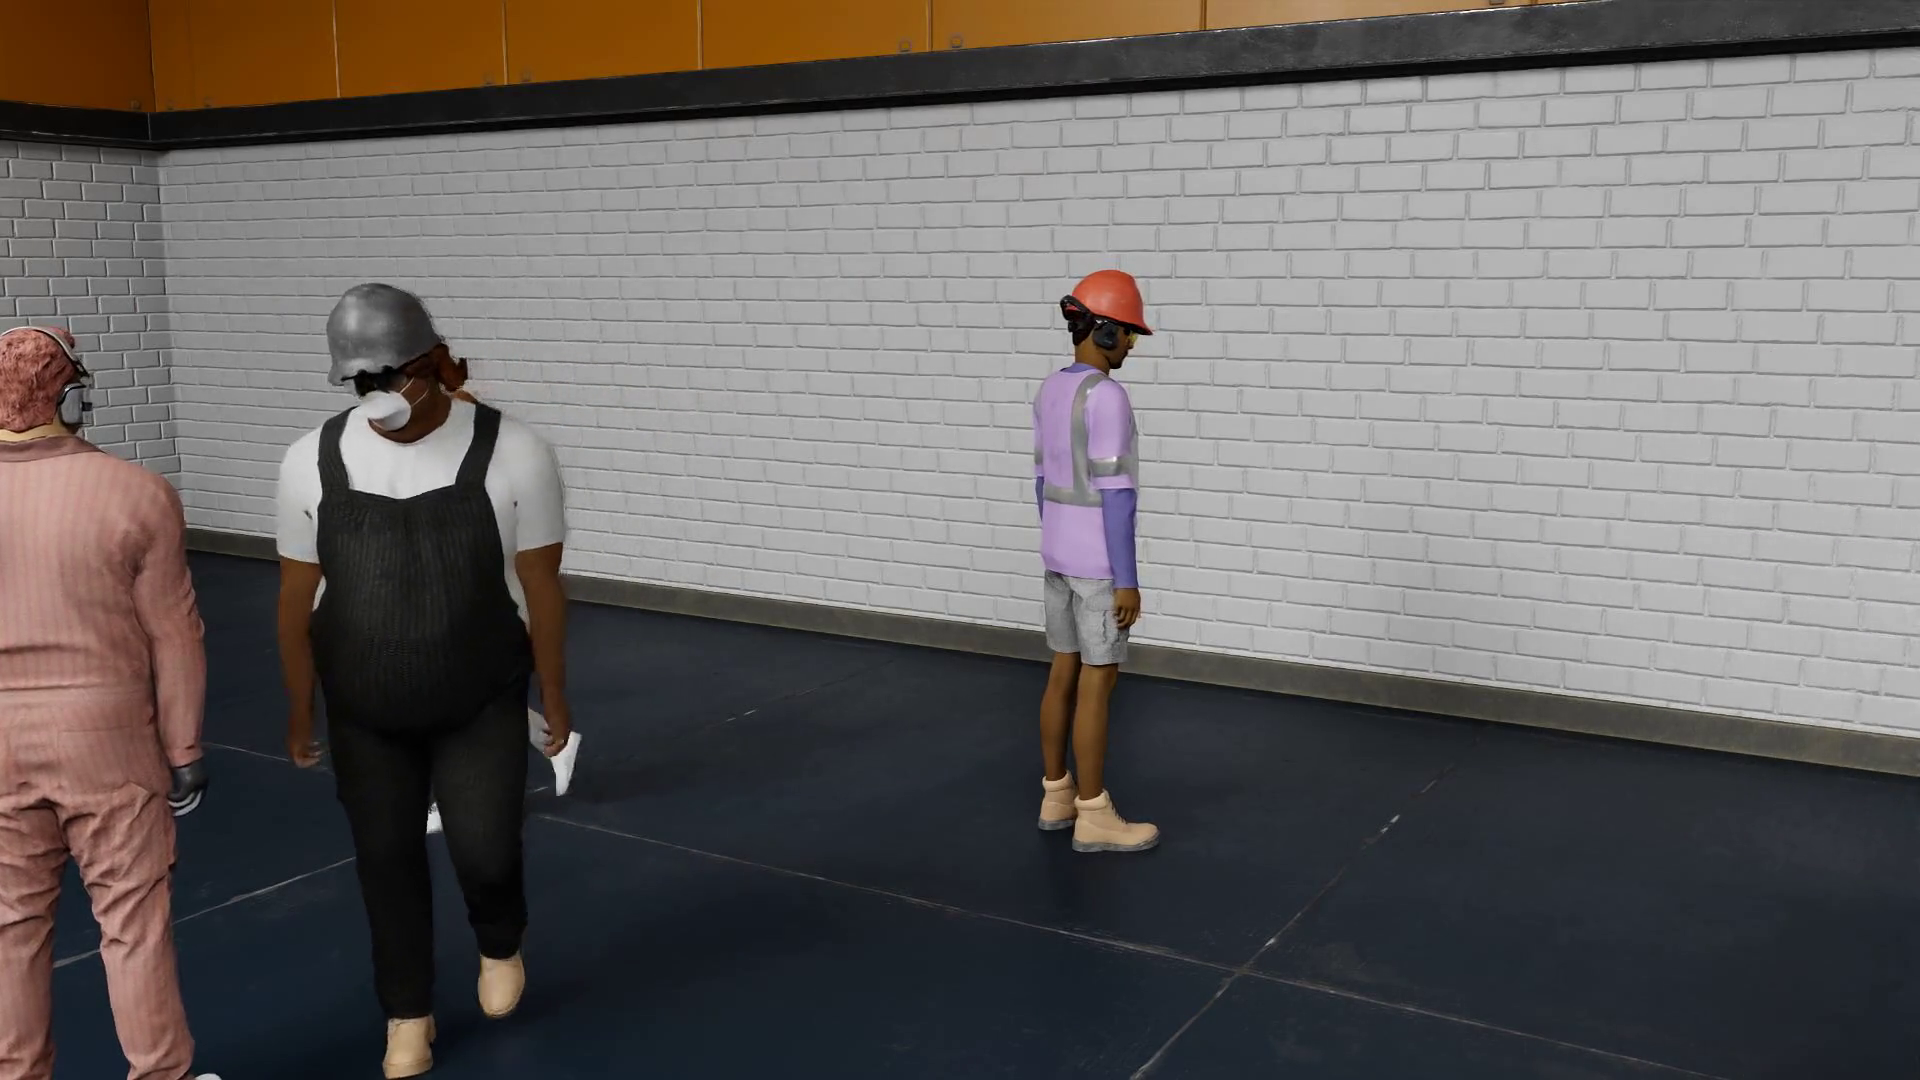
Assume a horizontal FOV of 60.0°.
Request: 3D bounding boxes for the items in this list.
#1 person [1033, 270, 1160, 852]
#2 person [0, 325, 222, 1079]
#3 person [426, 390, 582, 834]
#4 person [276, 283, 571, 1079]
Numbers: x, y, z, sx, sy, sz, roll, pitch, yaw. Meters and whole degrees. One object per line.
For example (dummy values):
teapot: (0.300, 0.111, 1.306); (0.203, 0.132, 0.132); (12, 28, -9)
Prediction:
person: (0.484, 0.074, 5.884); (0.391, 2.034, 0.605); (-4, 10, -21)
person: (-2.052, 0.468, 3.817); (0.643, 1.908, 0.399); (-2, 9, -10)
person: (-1.734, 0.255, 6.037); (0.618, 1.613, 0.511); (-3, 10, -21)
person: (-1.340, 0.345, 4.166); (0.722, 2.000, 0.565); (-1, 9, -7)
